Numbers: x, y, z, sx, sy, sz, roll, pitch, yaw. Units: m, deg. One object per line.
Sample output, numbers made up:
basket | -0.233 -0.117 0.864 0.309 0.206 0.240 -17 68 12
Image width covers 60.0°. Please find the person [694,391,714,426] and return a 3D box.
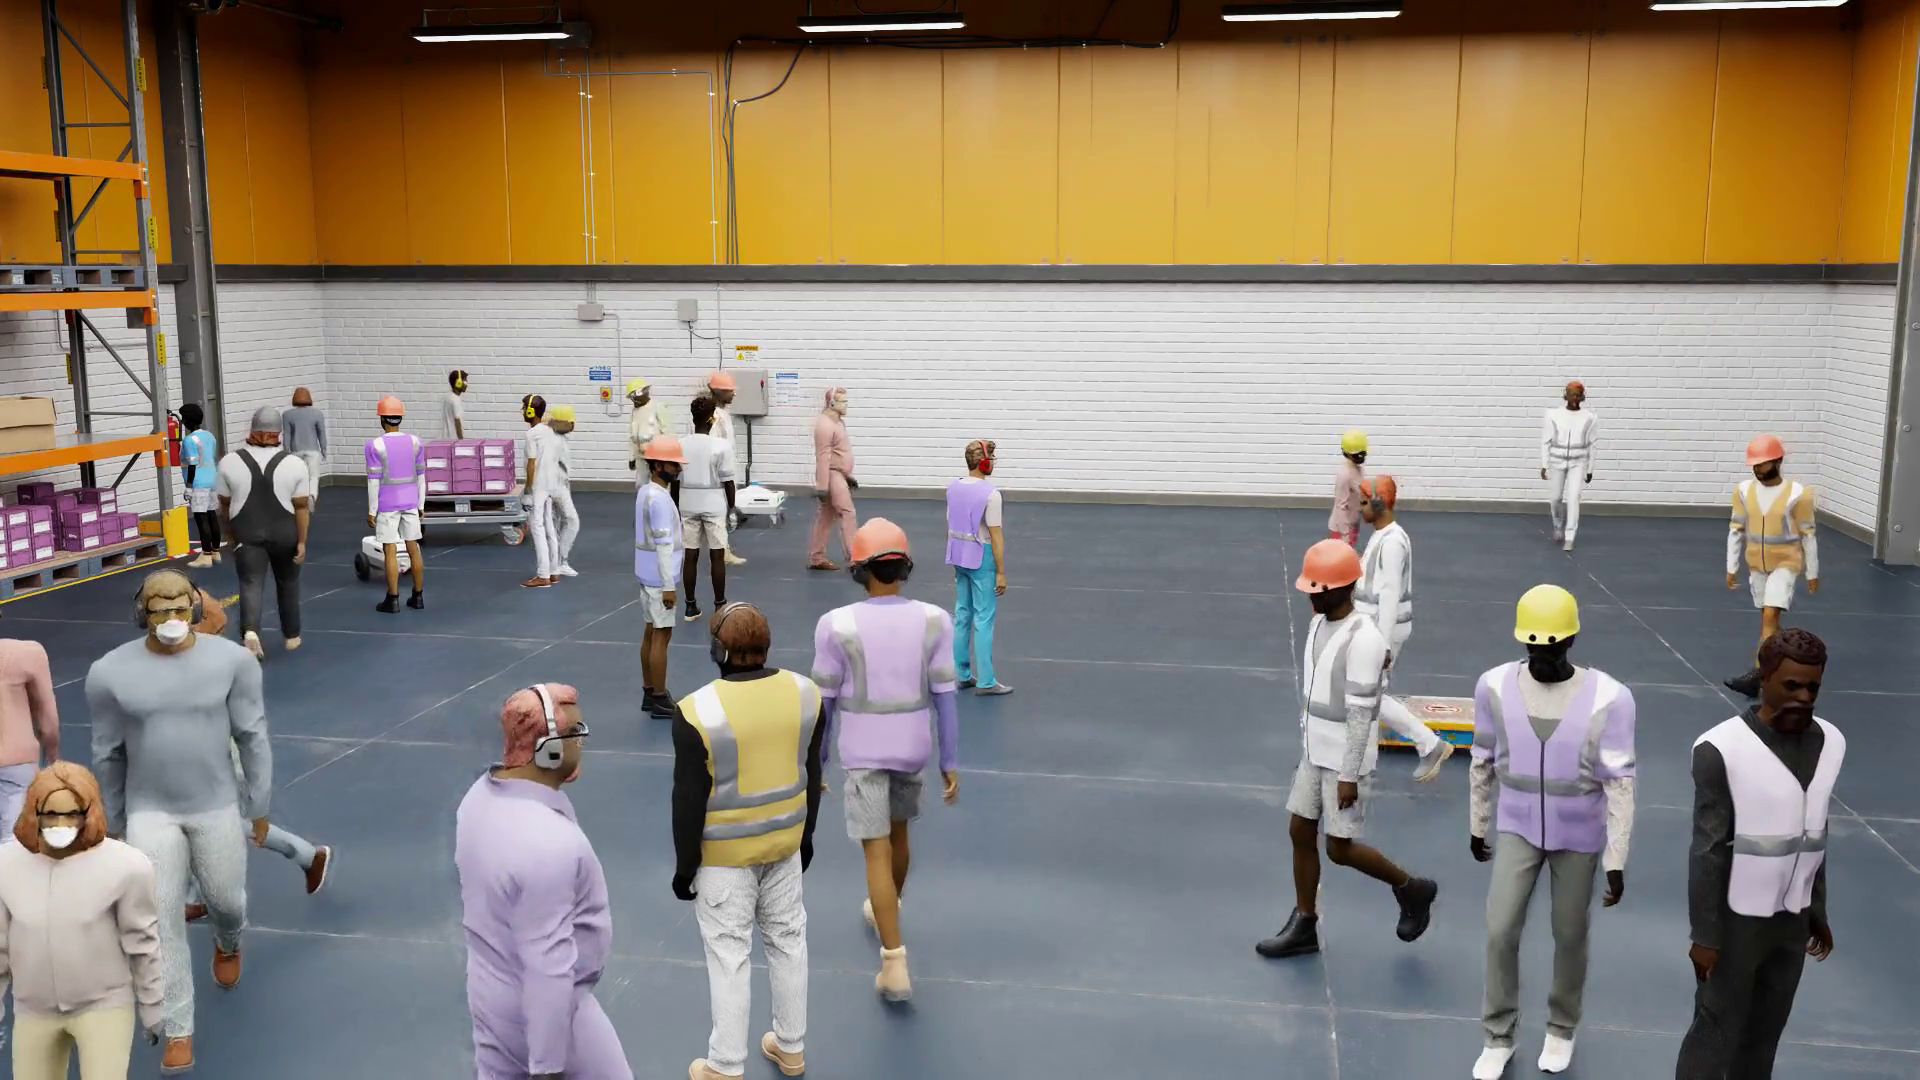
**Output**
person | -2.988 -1.035 20.364 0.575 1.591 0.848 -8 12 -41

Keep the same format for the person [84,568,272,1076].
person | -3.047 1.036 6.552 0.640 1.919 0.803 -4 10 -21

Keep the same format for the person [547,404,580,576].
person | -3.956 -0.494 16.588 0.453 1.722 0.504 -2 9 -12

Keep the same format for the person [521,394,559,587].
person | -4.081 -0.475 16.085 0.332 1.866 0.515 2 9 10

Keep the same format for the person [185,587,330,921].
person | -3.396 0.990 7.782 0.678 1.604 0.527 -7 12 -38

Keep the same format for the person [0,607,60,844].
person | -4.309 0.984 7.417 0.531 1.730 0.846 -5 10 -27

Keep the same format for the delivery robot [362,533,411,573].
delivery robot | -5.575 0.097 16.272 0.477 0.478 0.707 -7 11 -38

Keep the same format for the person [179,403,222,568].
person | -7.829 -0.560 17.122 0.319 1.692 0.533 0 9 -1

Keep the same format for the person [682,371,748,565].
person | -2.546 -0.725 17.101 0.620 2.029 0.615 0 9 2

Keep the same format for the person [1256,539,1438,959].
person | 1.716 0.921 7.275 0.717 1.908 0.544 -3 10 -16

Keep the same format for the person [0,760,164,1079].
person | -2.710 1.412 5.141 0.524 1.608 0.579 -2 9 -11

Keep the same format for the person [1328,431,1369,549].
person | 3.257 -0.083 14.092 0.457 1.723 0.605 5 10 29

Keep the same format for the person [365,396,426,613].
person | -5.042 -0.316 14.851 0.357 1.937 0.551 9 13 43

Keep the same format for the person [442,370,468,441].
person | -6.341 -1.191 20.624 0.832 1.830 0.558 -3 10 -20

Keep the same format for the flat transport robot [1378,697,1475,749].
flat transport robot | 3.023 1.179 10.728 1.431 0.197 0.652 2 9 10

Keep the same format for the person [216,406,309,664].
person | -5.443 -0.076 13.040 0.677 2.000 0.944 -3 10 -18

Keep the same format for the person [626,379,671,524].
person | -3.652 -1.004 19.617 0.638 1.788 0.406 7 11 36

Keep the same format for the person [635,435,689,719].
person | -2.024 0.249 11.354 0.375 1.934 0.547 -4 10 -21

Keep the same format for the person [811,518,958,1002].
person | -0.318 0.905 7.145 0.611 1.998 1.019 -4 10 -21

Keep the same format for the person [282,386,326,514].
person | -8.186 -1.104 20.766 0.502 1.614 0.645 -2 9 -15

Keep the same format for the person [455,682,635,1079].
person | -1.129 1.325 4.822 0.727 1.881 0.662 -7 12 -38

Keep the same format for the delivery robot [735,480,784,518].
delivery robot | -2.454 -0.469 19.782 0.707 0.478 0.477 1 9 4

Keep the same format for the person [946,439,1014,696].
person | 0.113 0.200 11.929 0.388 1.846 0.565 -8 12 -39

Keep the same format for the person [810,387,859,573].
person | -1.151 -0.598 16.807 0.846 1.878 0.648 0 9 1

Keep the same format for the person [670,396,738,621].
person | -2.218 -0.265 14.442 0.611 1.965 0.362 2 9 12

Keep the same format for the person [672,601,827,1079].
person | -0.800 1.134 6.153 0.624 1.844 0.429 -7 12 -39

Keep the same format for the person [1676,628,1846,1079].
person | 2.594 1.214 5.419 0.590 1.916 0.386 -4 10 -24

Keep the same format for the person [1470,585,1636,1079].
person | 2.169 1.103 6.174 0.616 1.899 0.703 5 11 30

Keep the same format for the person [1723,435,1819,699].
person | 5.835 0.179 11.952 1.018 1.871 0.582 -7 12 -37

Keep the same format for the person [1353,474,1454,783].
person | 2.536 0.542 9.785 0.616 1.863 0.596 1 9 9

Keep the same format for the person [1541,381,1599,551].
person | 6.731 -0.844 18.386 0.570 1.859 0.848 4 10 23
